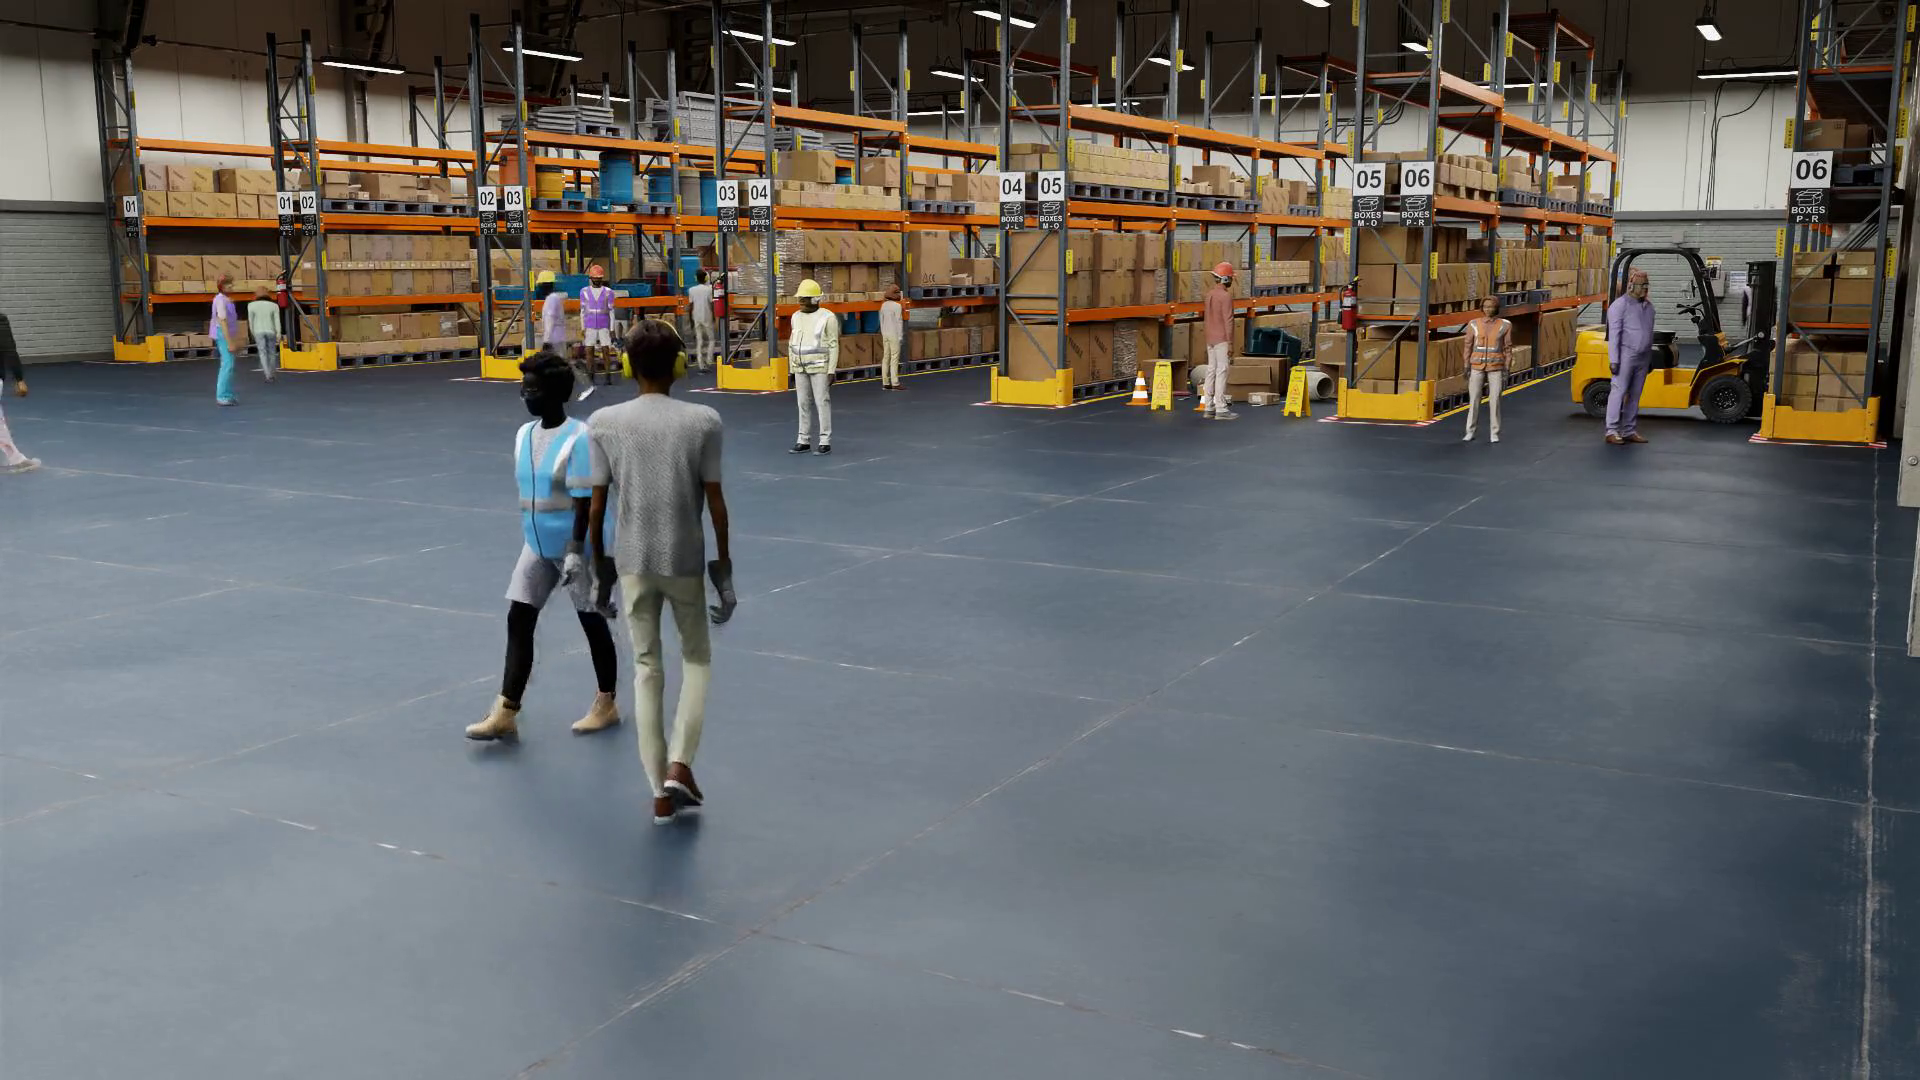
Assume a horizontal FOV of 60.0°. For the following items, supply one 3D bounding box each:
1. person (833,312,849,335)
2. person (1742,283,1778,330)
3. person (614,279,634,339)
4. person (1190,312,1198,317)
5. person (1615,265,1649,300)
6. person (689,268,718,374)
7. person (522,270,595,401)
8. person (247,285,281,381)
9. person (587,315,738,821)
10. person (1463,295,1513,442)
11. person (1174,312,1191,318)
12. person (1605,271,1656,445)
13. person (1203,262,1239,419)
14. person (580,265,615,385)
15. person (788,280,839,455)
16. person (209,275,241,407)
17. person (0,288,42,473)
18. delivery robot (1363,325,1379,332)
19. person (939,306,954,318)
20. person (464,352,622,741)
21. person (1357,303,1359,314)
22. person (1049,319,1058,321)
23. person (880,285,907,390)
[{"bbox_3d":[-2.395,-4.391,32.606,0.627,1.811,0.662,8,13,40],"label":"person"},{"bbox_3d":[15.065,-4.211,31.301,0.637,1.892,0.723,8,12,39],"label":"person"},{"bbox_3d":[-6.597,-4.277,32.468,0.498,1.633,0.278,4,10,20],"label":"person"},{"bbox_3d":[4.855,-4.403,33.226,0.508,1.629,0.317,2,10,13],"label":"person"},{"bbox_3d":[13.231,-4.479,32.872,0.652,1.890,0.528,6,11,31],"label":"person"},{"bbox_3d":[-4.510,-3.862,29.390,0.554,1.853,0.641,2,10,9],"label":"person"},{"bbox_3d":[-5.751,-2.914,23.782,0.971,1.882,0.584,-4,10,-22],"label":"person"},{"bbox_3d":[-11.470,-3.405,27.465,0.486,1.610,0.715,-5,11,-28],"label":"person"},{"bbox_3d":[-1.091,0.112,6.113,0.556,1.855,0.384,0,10,-3],"label":"person"},{"bbox_3d":[5.888,-1.906,18.576,0.523,1.638,0.310,5,11,25],"label":"person"},{"bbox_3d":[4.475,-4.759,34.477,0.552,1.918,0.805,8,12,38],"label":"person"},{"bbox_3d":[7.443,-2.008,18.387,0.650,1.906,0.401,-5,11,-28],"label":"person"},{"bbox_3d":[3.327,-2.533,21.200,0.382,1.993,0.622,-3,10,-20],"label":"person"},{"bbox_3d":[-5.823,-3.442,26.740,0.541,1.930,0.381,-2,10,-9],"label":"person"},{"bbox_3d":[-1.553,-1.796,17.368,0.603,1.828,0.404,6,11,32],"label":"person"},{"bbox_3d":[-10.221,-2.765,23.117,0.392,1.810,0.681,-3,10,-18],"label":"person"},{"bbox_3d":[-9.061,-1.528,15.506,0.644,1.941,1.051,3,10,17],"label":"person"},{"bbox_3d":[9.373,-4.629,37.410,0.707,0.478,0.477,-2,10,-9],"label":"delivery robot"},{"bbox_3d":[-0.350,-6.688,45.650,0.535,1.947,0.645,0,10,-2],"label":"person"},{"bbox_3d":[-1.767,0.055,7.022,0.539,1.667,0.785,6,12,33],"label":"person"},{"bbox_3d":[9.057,-5.314,37.844,0.717,1.892,0.660,0,10,-3],"label":"person"},{"bbox_3d":[1.949,-4.275,32.072,0.533,1.767,0.326,6,11,30],"label":"person"},{"bbox_3d":[-1.045,-3.136,25.786,0.286,1.633,0.500,-7,12,-37],"label":"person"}]
